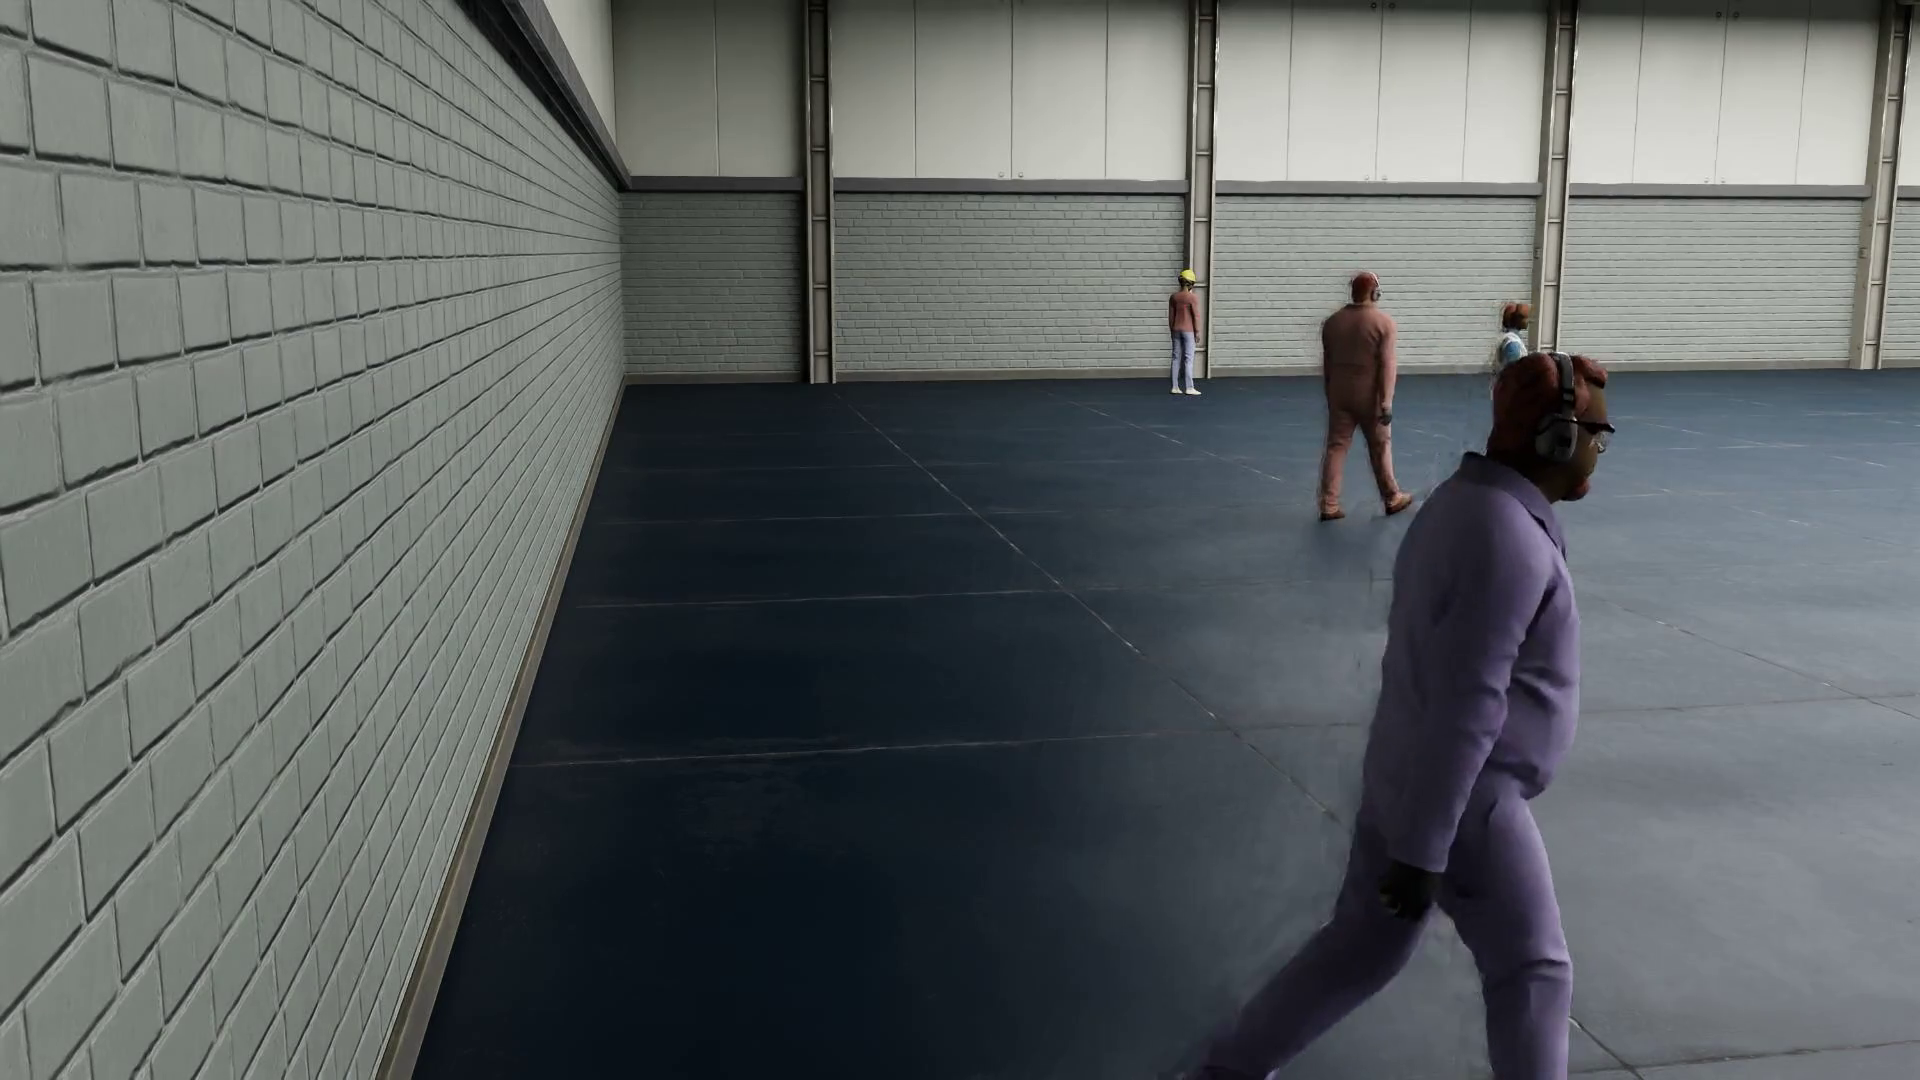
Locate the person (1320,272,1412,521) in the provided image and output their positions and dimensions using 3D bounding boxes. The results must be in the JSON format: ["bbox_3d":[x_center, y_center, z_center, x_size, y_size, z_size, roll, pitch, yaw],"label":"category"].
[{"bbox_3d":[3.081,-1.087,12.618,0.916,1.859,0.672,-10,14,-44],"label":"person"}]

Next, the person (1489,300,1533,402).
[{"bbox_3d":[4.458,-1.111,13.408,0.371,1.625,0.548,3,10,16],"label":"person"}]

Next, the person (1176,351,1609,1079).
[{"bbox_3d":[0.937,0.522,3.467,0.996,1.842,0.649,0,10,2],"label":"person"}]

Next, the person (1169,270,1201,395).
[{"bbox_3d":[3.184,-2.925,23.502,0.326,1.760,0.524,-9,14,-43],"label":"person"}]
